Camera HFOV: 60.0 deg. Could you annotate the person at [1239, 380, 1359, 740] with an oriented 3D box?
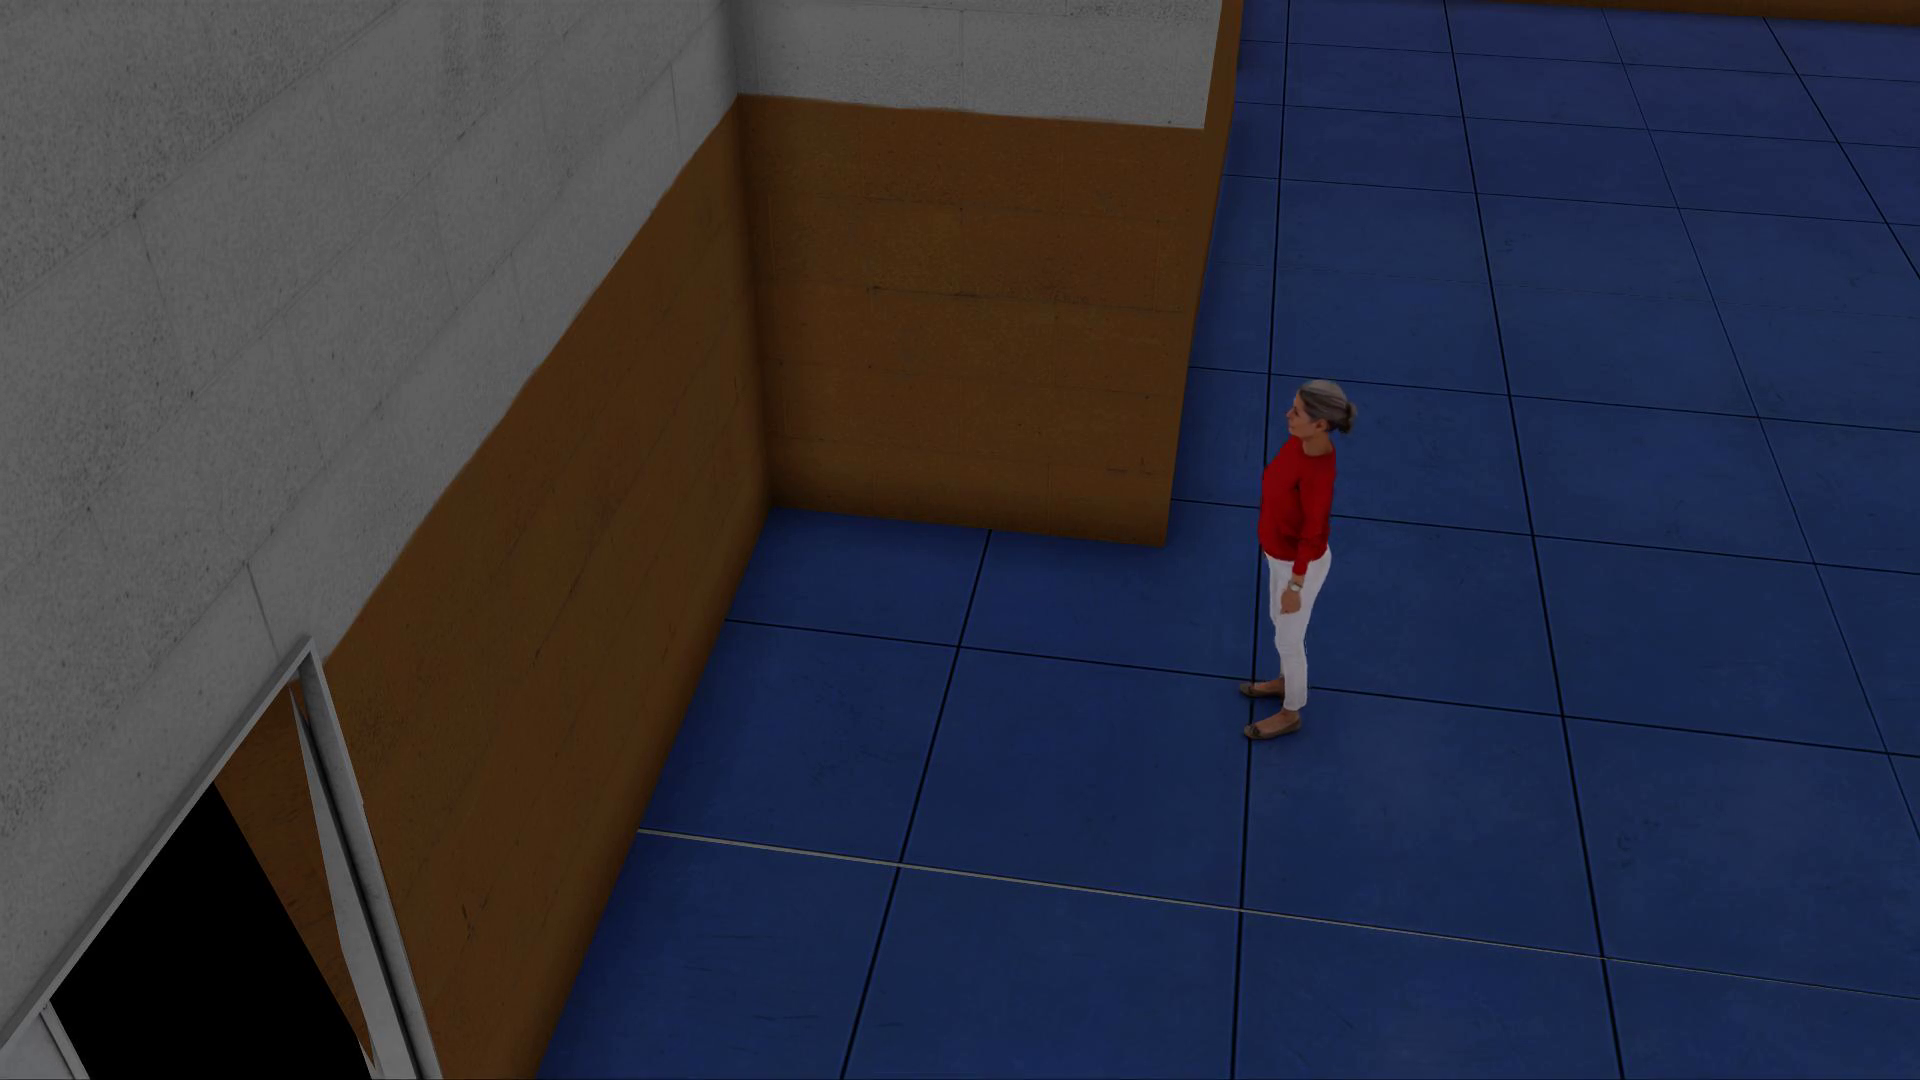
[{"bbox_3d":[1.359,0.098,6.713,0.572,1.690,0.591,-3,37,-4],"label":"person"}]
